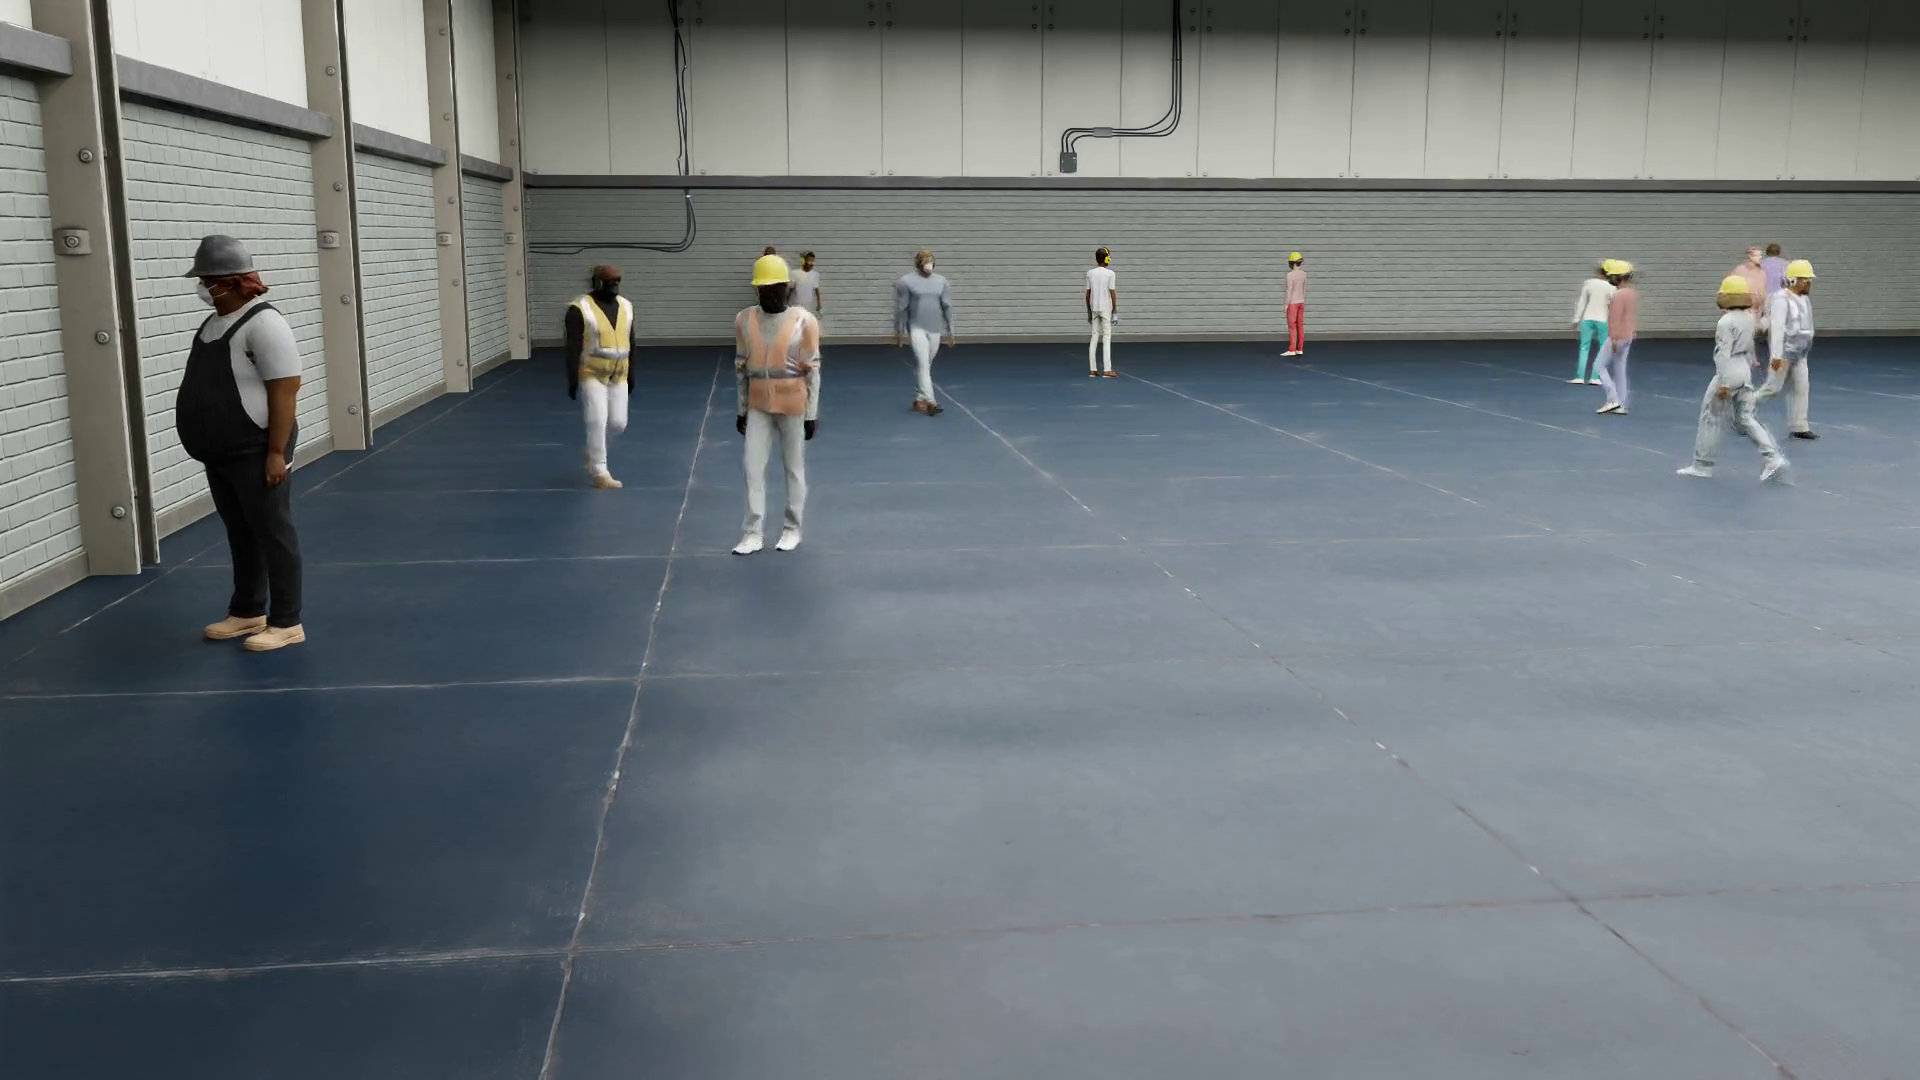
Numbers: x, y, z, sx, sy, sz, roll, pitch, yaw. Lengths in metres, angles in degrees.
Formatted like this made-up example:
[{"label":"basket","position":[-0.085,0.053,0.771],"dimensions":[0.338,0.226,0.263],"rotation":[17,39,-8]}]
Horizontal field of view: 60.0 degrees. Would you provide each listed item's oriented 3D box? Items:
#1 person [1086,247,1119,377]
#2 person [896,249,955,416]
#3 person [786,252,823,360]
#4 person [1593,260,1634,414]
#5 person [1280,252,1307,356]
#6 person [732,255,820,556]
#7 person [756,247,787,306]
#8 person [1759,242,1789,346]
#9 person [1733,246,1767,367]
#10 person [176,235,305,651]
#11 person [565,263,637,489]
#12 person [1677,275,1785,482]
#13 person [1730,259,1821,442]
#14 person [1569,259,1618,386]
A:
[{"label":"person","position":[2.062,-3.288,24.068],"dimensions":[0.512,1.872,0.328],"rotation":[7,13,35]},{"label":"person","position":[-0.380,-2.377,19.035],"dimensions":[0.651,1.884,1.012],"rotation":[-5,11,-24]},{"label":"person","position":[-2.539,-3.790,27.076],"dimensions":[0.515,1.787,1.058],"rotation":[-7,13,-36]},{"label":"person","position":[7.454,-2.298,18.965],"dimensions":[0.403,1.755,0.535],"rotation":[9,14,40]},{"label":"person","position":[5.683,-4.009,28.308],"dimensions":[0.525,1.769,0.312],"rotation":[-10,14,-44]},{"label":"person","position":[-1.202,-0.834,10.514],"dimensions":[0.621,1.897,0.807],"rotation":[3,11,16]},{"label":"person","position":[-3.415,-4.372,30.072],"dimensions":[0.567,1.846,0.389],"rotation":[-3,11,-16]},{"label":"person","position":[14.952,-4.524,30.695],"dimensions":[0.631,1.924,0.708],"rotation":[1,10,6]},{"label":"person","position":[12.393,-3.681,26.198],"dimensions":[0.650,1.883,0.822],"rotation":[-5,11,-24]},{"label":"person","position":[-3.553,-0.475,8.176],"dimensions":[0.684,2.000,0.535],"rotation":[9,14,40]},{"label":"person","position":[-2.941,-1.337,13.521],"dimensions":[0.590,1.819,0.671],"rotation":[9,14,41]},{"label":"person","position":[6.490,-1.344,13.853],"dimensions":[0.493,1.715,0.831],"rotation":[-7,12,-33]},{"label":"person","position":[8.234,-1.905,16.676],"dimensions":[0.605,1.810,0.827],"rotation":[-8,13,-36]},{"label":"person","position":[8.680,-2.966,22.740],"dimensions":[0.271,1.716,0.676],"rotation":[-8,13,-39]}]
